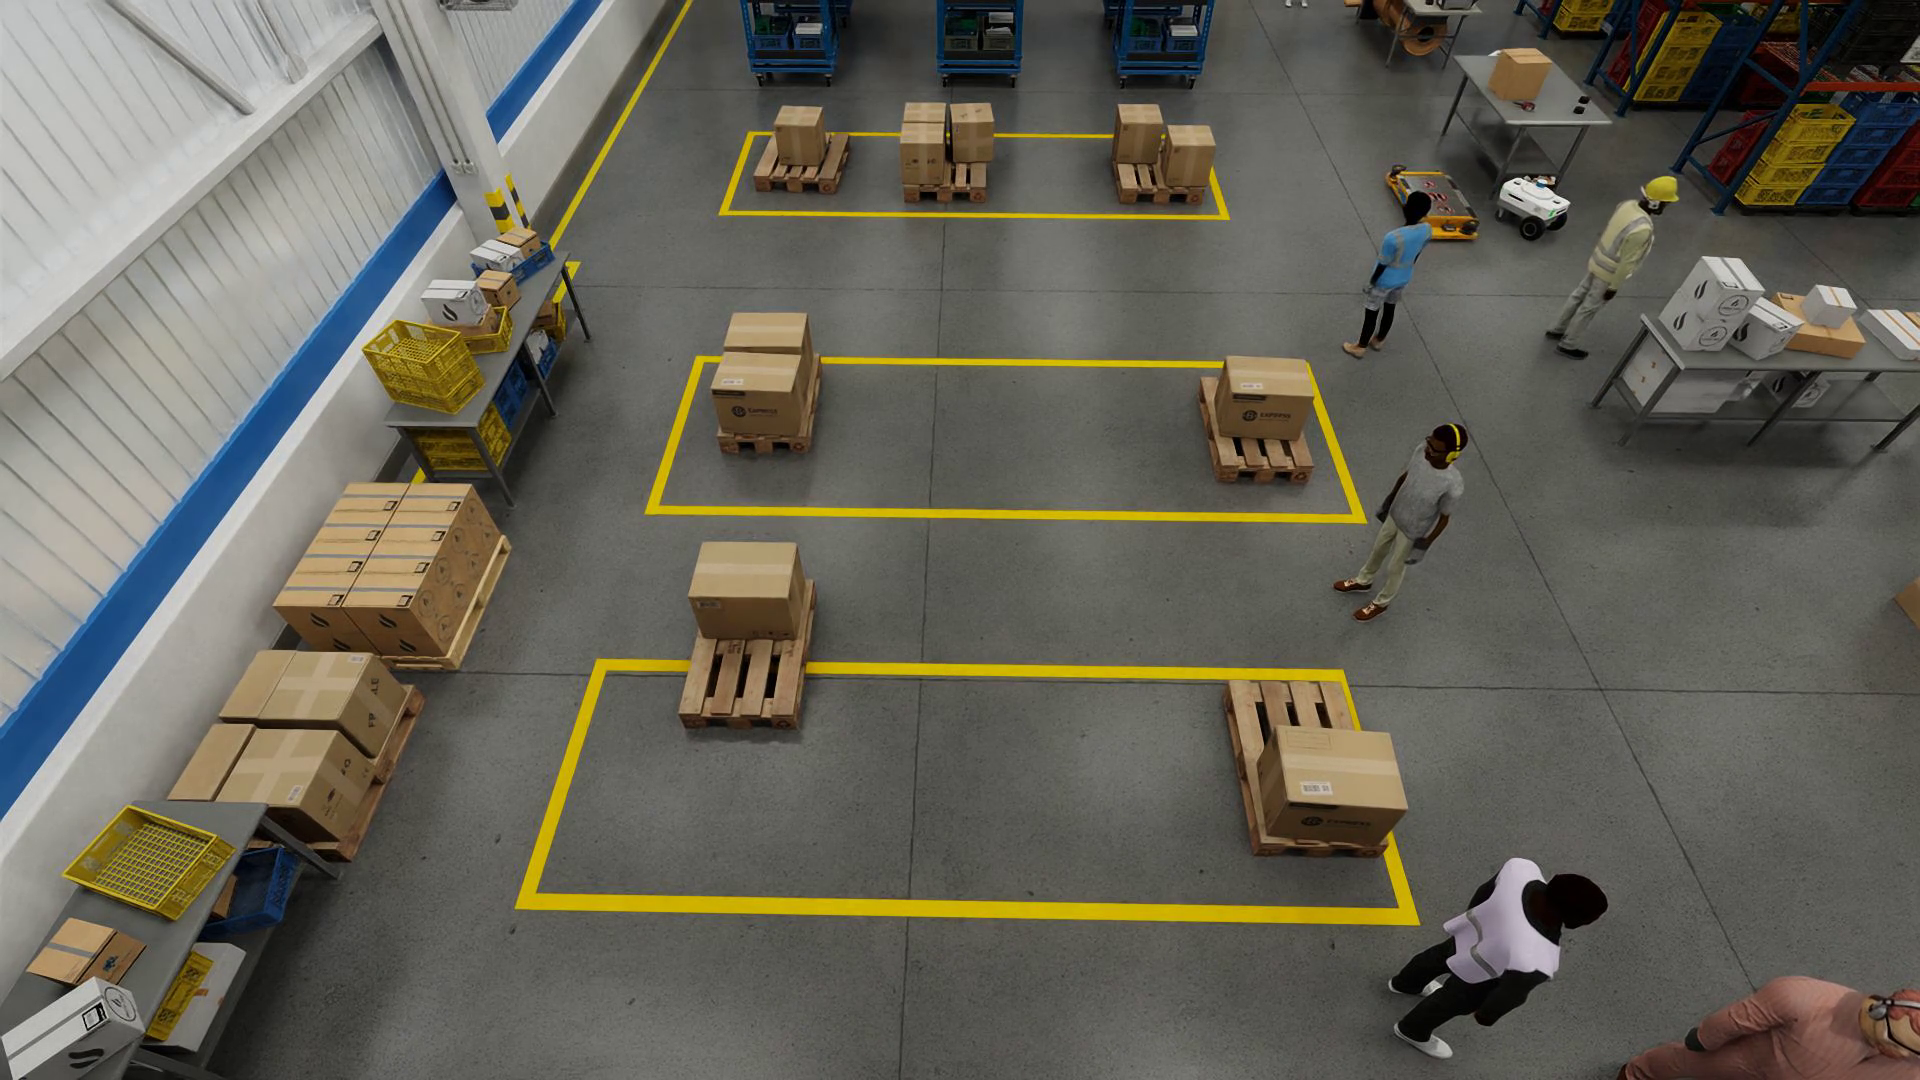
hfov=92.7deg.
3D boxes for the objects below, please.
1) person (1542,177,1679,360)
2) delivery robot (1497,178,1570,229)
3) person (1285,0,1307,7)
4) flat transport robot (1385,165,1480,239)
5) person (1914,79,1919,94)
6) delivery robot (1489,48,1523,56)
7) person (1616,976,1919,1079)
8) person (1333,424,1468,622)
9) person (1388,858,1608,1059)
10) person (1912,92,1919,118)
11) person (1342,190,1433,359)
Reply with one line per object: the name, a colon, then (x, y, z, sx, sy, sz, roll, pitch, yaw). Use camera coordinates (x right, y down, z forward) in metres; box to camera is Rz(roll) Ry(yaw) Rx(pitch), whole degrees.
person: (6.203, -2.582, 8.737, 0.442, 1.830, 0.608, 8, 50, 7)
delivery robot: (6.687, -3.965, 10.701, 0.477, 0.478, 0.707, -26, 54, -21)
person: (5.671, -9.616, 14.945, 0.519, 1.633, 0.312, 4, 49, 3)
flat transport robot: (5.692, -4.094, 11.059, 0.652, 0.197, 1.431, 1, 49, 1)
person: (13.915, -7.019, 12.532, 0.578, 1.881, 0.346, 25, 54, 20)
delivery robot: (7.937, -6.782, 13.137, 0.477, 0.478, 0.707, -35, 57, -26)
person: (3.825, 2.476, 4.298, 0.651, 1.906, 0.404, 20, 52, 17)
person: (3.179, -0.109, 6.560, 0.311, 1.869, 0.532, -11, 50, -9)
person: (2.628, 2.104, 4.614, 0.391, 1.917, 0.587, 11, 50, 9)
person: (12.177, -5.663, 11.322, 0.629, 1.940, 0.373, -7, 49, -6)
person: (4.098, -2.503, 8.744, 0.540, 1.695, 0.317, -20, 52, -17)
